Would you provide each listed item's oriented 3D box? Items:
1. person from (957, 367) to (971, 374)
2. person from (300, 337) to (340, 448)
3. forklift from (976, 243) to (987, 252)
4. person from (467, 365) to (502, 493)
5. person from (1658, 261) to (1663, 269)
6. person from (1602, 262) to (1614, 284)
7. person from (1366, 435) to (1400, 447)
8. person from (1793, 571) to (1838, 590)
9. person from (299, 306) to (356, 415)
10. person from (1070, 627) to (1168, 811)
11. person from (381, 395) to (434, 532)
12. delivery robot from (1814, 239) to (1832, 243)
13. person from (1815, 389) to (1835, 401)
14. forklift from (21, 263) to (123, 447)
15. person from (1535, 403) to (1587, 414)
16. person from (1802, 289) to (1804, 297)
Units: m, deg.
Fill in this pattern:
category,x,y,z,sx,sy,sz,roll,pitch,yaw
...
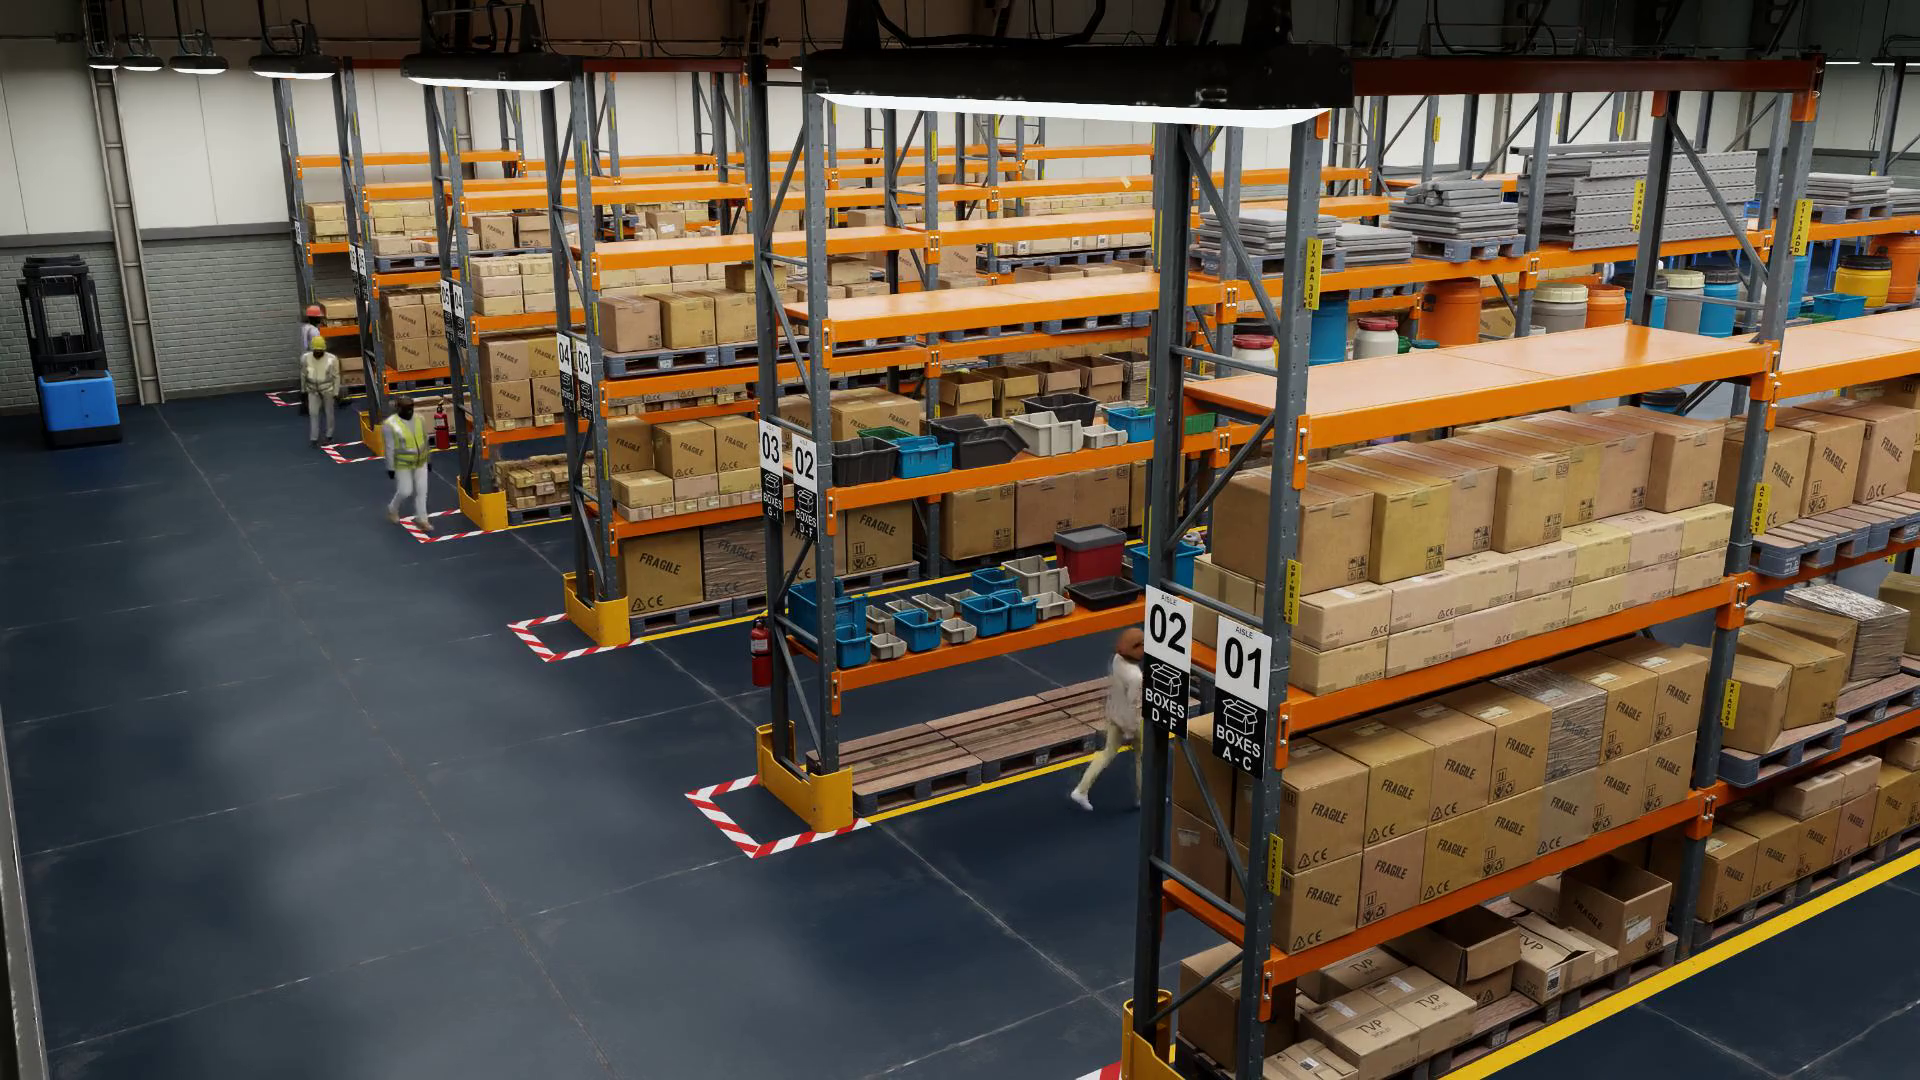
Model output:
category,x,y,z,sx,sy,sz,roll,pitch,yaw
person,-0.056,-1.561,22.464,0.733,1.816,0.588,-6,18,-20
person,-10.205,-2.351,25.112,0.656,1.773,0.835,-2,17,-7
forklift,0.988,-5.474,34.718,1.214,2.155,2.313,-10,20,-31
person,-6.720,-1.592,22.298,0.503,1.962,0.624,-13,21,-37
person,15.844,-5.789,36.206,0.355,1.883,0.573,-10,20,-30
person,15.515,-6.356,38.190,0.660,1.802,0.902,-1,17,-2
person,5.749,-1.350,21.388,0.386,2.039,0.605,-10,20,-30
person,8.875,0.374,16.419,0.285,1.632,0.498,-10,20,-30
person,-11.149,-3.143,27.527,0.998,1.879,0.573,-10,20,-29
person,1.313,1.470,12.883,0.815,1.602,0.496,-6,18,-20
person,-7.252,-1.019,20.687,0.595,1.819,0.635,13,21,36
delivery robot,28.589,-10.070,52.396,0.477,0.478,0.707,-11,20,-31
person,14.838,-2.945,26.789,0.372,1.938,0.627,-10,20,-30
forklift,-14.518,-3.079,25.708,1.129,2.768,1.873,-10,20,-31
person,8.115,-1.390,21.588,0.709,2.000,0.976,14,22,38
person,17.278,-4.820,32.989,0.616,1.908,0.591,-5,18,-15
